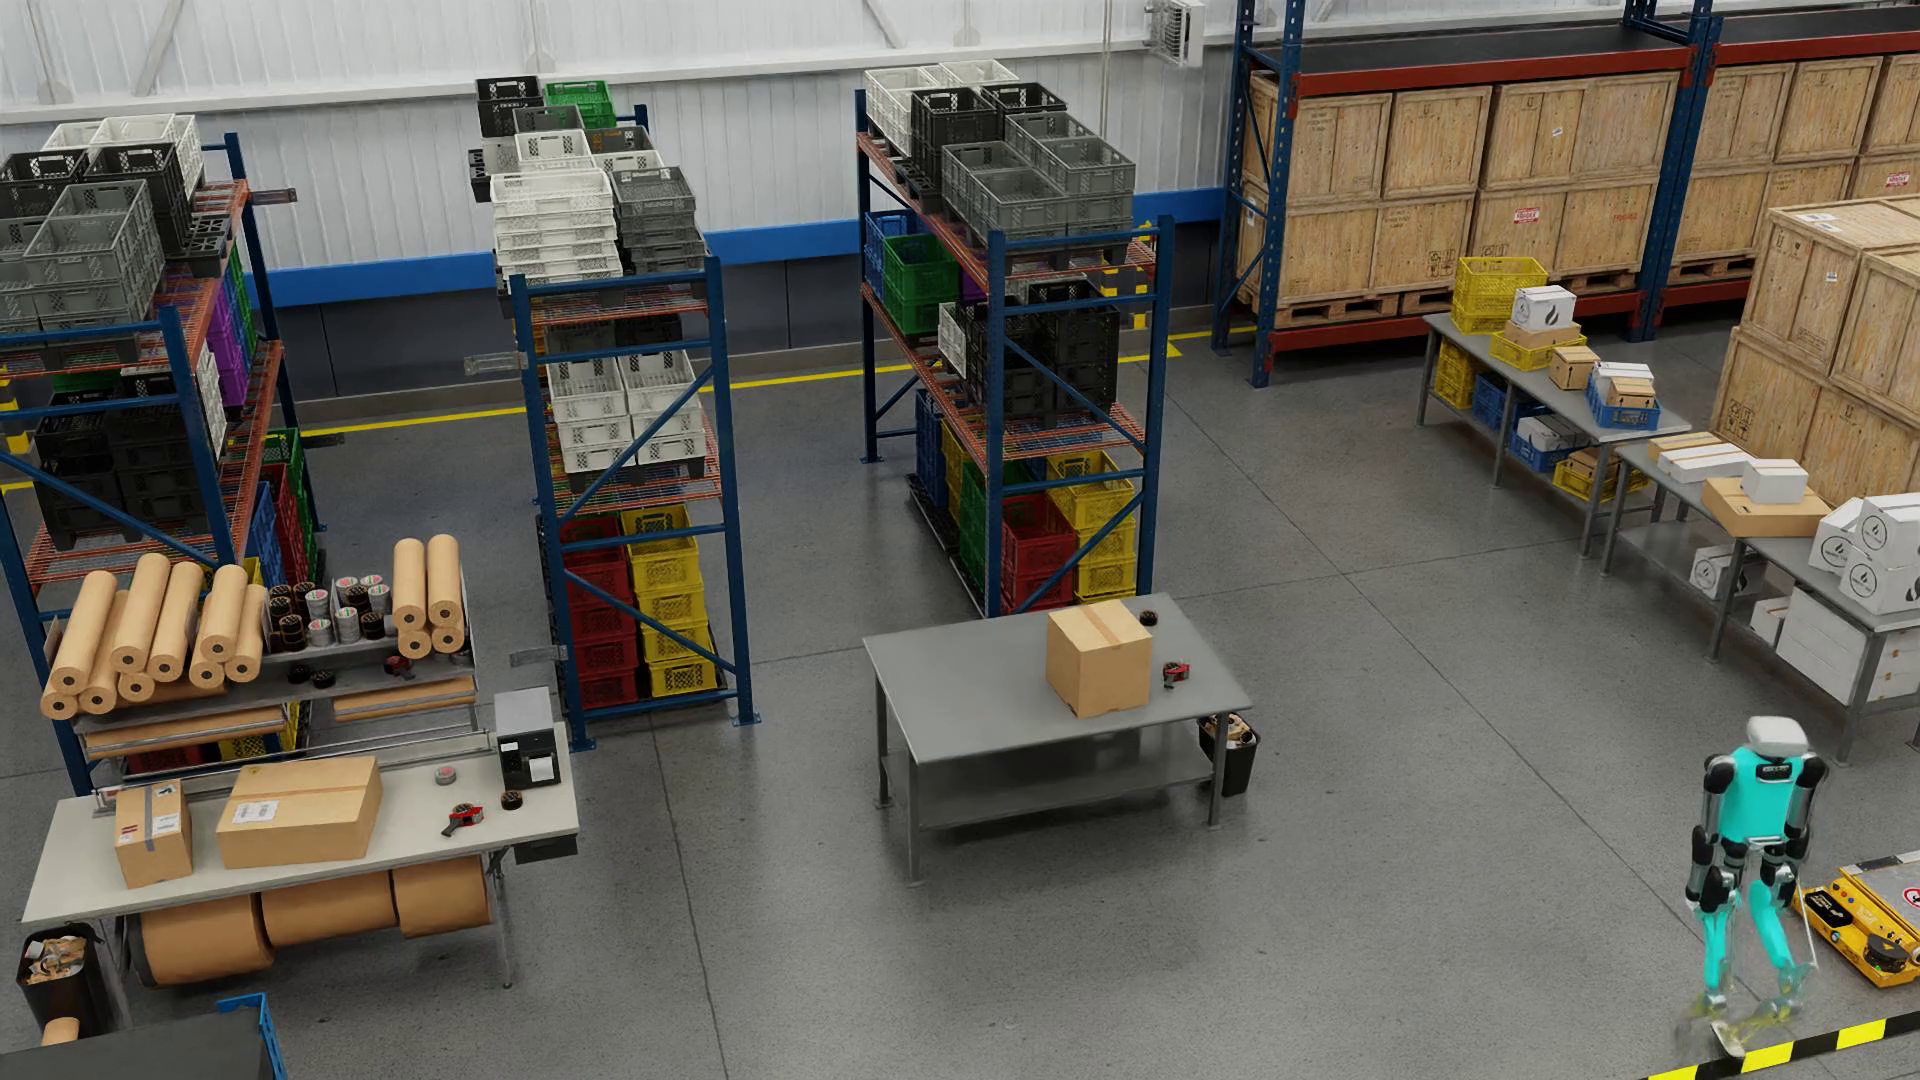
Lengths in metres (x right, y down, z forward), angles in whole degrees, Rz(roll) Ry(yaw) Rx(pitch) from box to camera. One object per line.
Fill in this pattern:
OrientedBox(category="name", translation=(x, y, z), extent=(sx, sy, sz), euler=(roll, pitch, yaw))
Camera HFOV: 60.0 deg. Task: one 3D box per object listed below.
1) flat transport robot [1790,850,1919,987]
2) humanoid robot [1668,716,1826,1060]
OrientedBox(category="flat transport robot", translation=(5.163, 1.916, 8.676), extent=(1.431, 0.231, 0.659), euler=(-8, 30, -14))
OrientedBox(category="humanoid robot", translation=(3.628, 1.732, 7.552), extent=(0.535, 1.837, 0.753), euler=(-2, 29, -4))
